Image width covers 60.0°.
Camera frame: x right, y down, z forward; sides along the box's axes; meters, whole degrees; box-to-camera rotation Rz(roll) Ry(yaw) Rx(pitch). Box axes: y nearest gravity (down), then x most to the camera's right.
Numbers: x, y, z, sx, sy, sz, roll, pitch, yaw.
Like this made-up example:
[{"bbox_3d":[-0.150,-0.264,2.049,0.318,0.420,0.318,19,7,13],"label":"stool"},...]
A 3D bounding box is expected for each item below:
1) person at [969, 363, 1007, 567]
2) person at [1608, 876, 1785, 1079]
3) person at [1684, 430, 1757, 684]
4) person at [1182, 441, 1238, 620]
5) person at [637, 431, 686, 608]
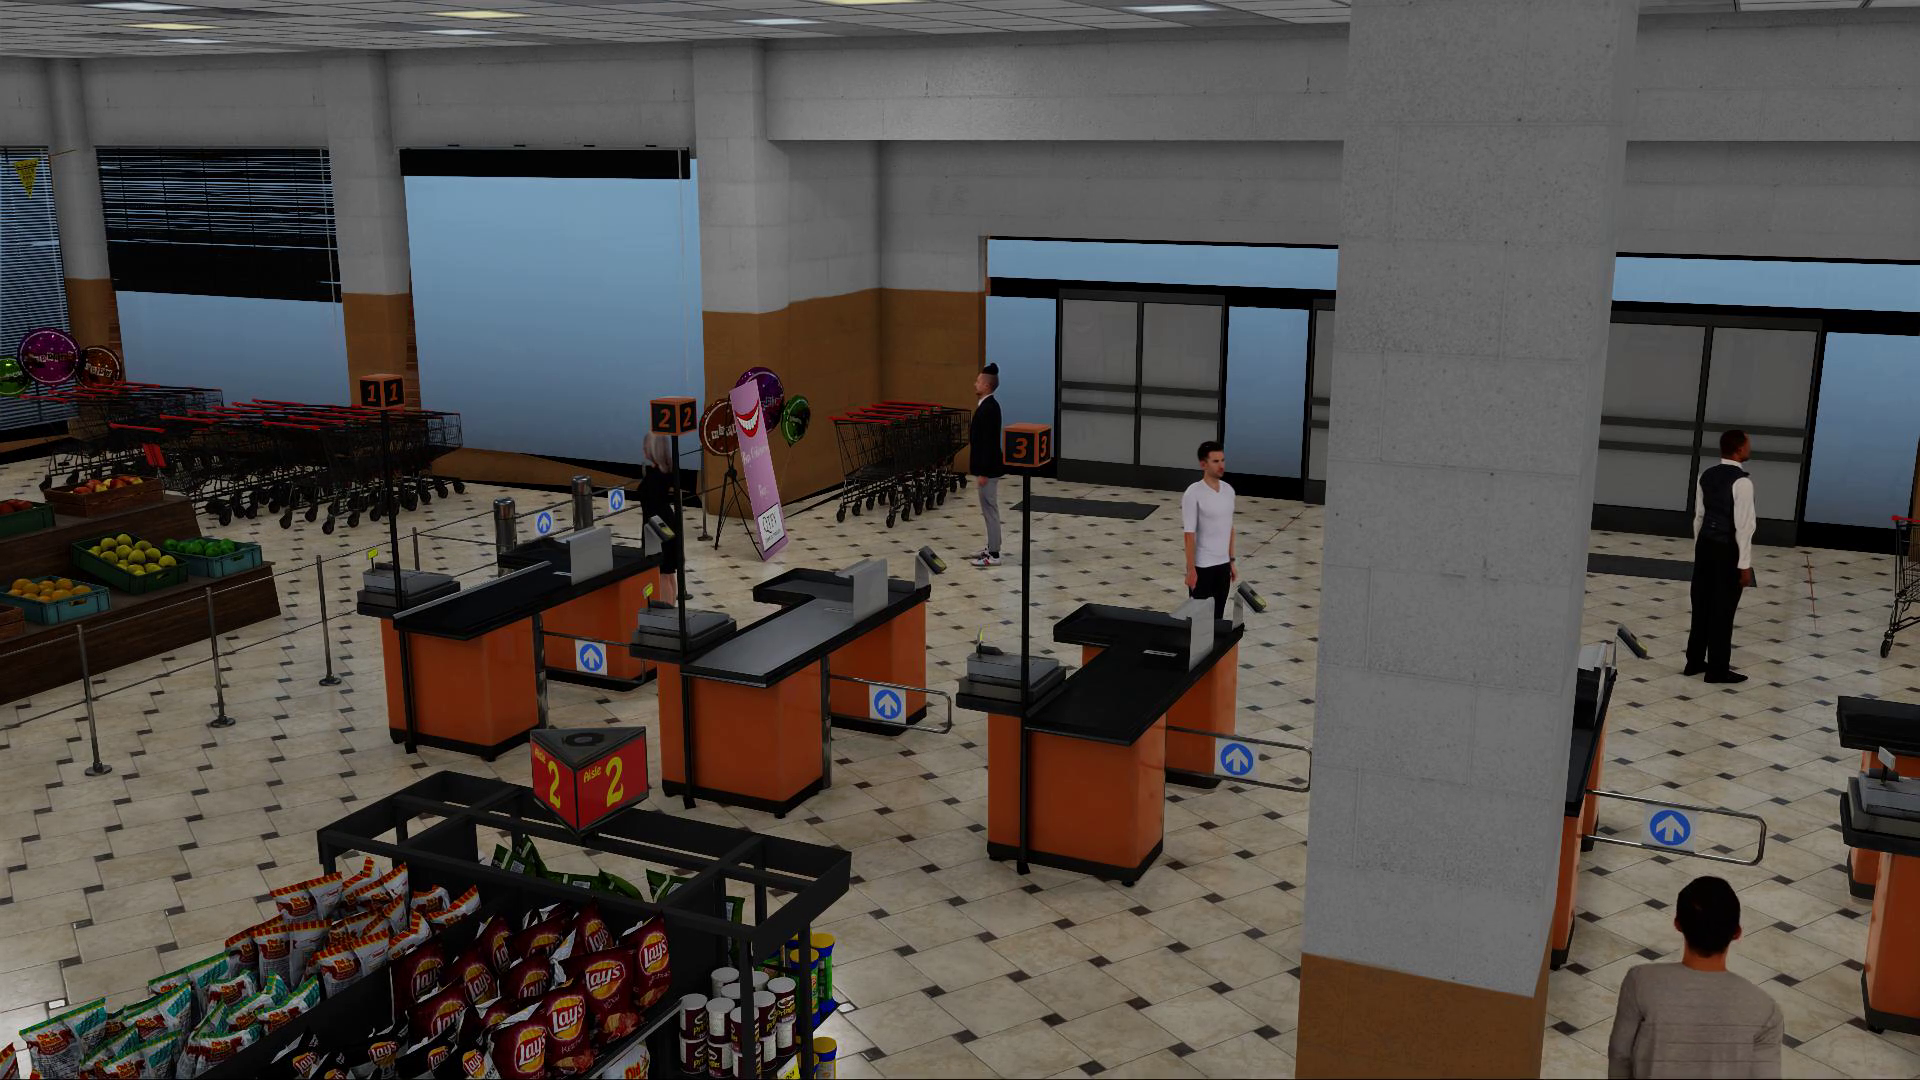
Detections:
[{"bbox_3d":[0.270,-0.731,15.977,0.851,1.950,0.682,0,14,2],"label":"person"},{"bbox_3d":[2.265,1.966,5.211,0.698,1.783,1.056,5,14,19],"label":"person"},{"bbox_3d":[5.746,0.113,12.563,0.830,1.918,0.761,-4,14,-17],"label":"person"},{"bbox_3d":[1.861,0.171,12.468,0.673,1.852,0.809,-10,17,-37],"label":"person"},{"bbox_3d":[-2.442,-0.035,13.536,0.736,1.747,0.619,1,14,4],"label":"person"}]
